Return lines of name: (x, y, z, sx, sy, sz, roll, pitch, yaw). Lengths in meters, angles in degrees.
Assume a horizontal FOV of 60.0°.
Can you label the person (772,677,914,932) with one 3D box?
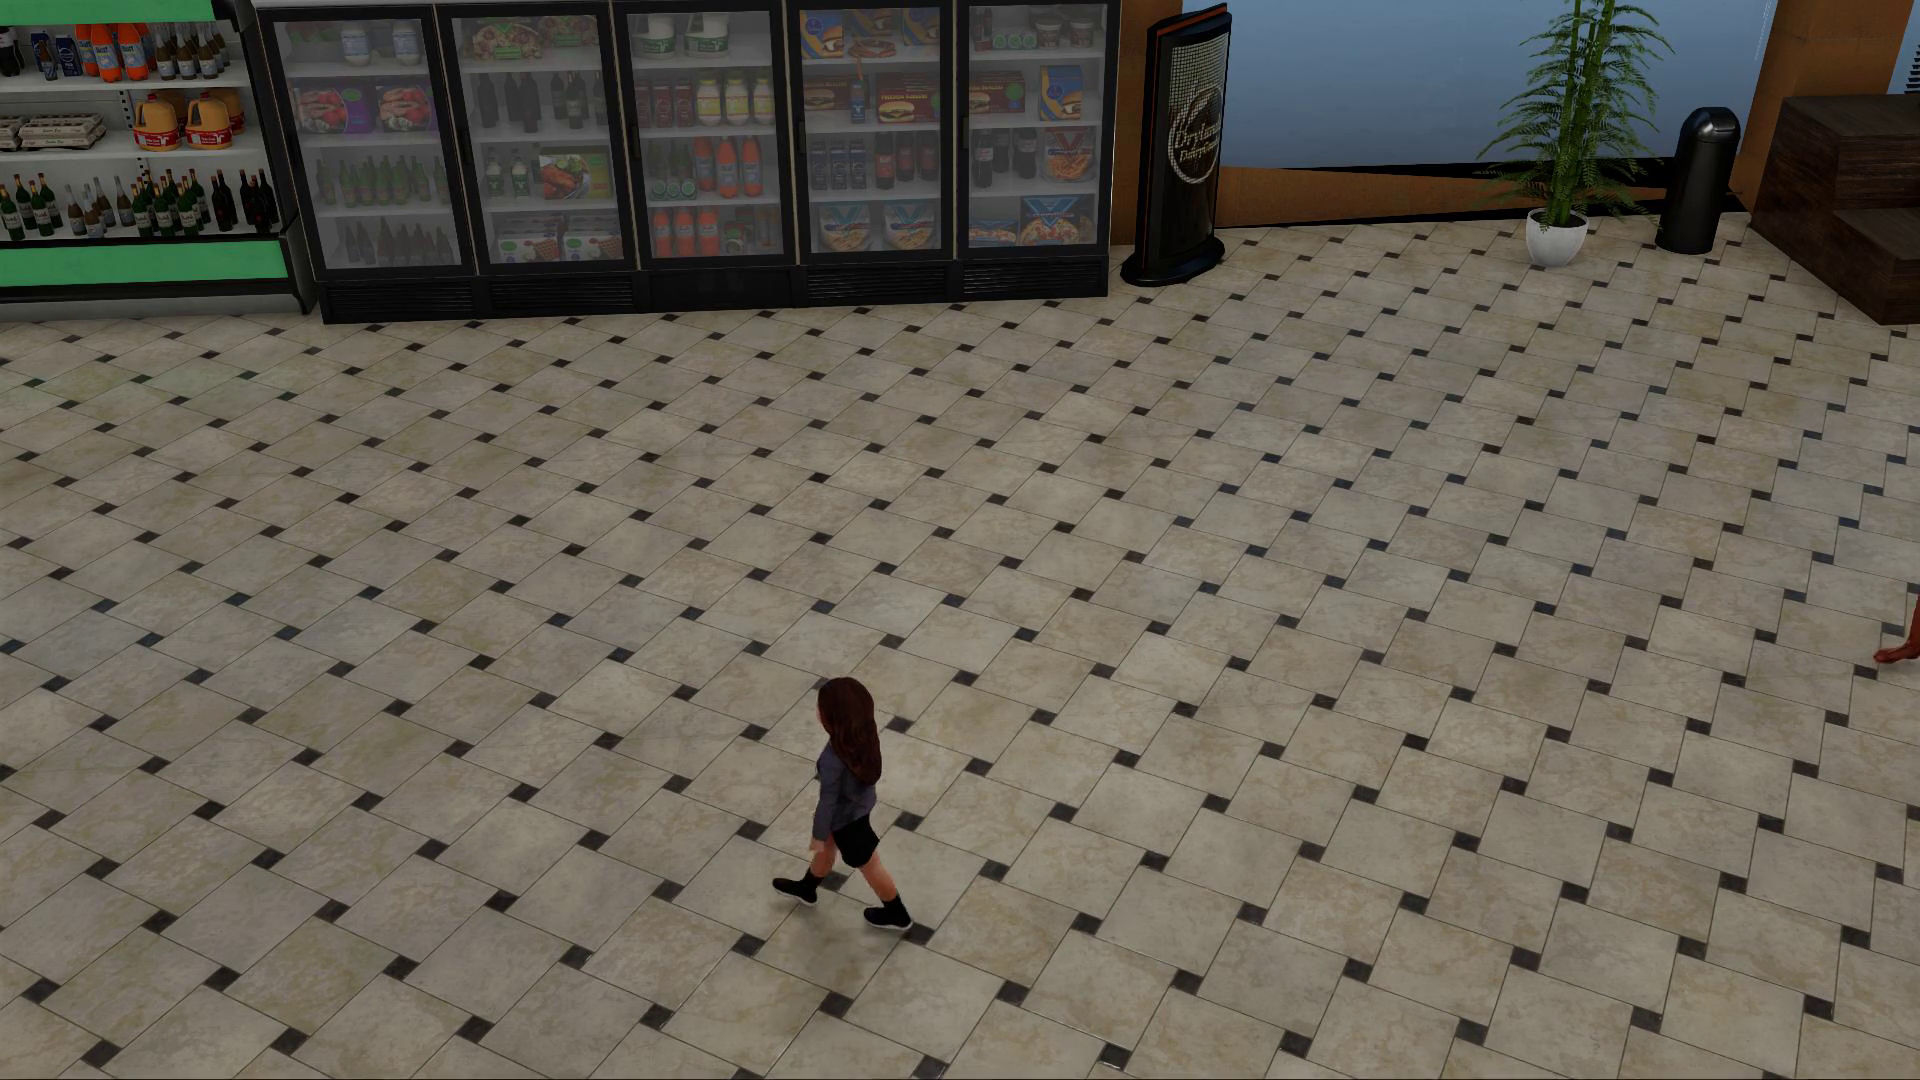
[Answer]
person: (-0.351, 0.968, 5.905, 0.835, 1.079, 0.640, 8, 33, 12)
